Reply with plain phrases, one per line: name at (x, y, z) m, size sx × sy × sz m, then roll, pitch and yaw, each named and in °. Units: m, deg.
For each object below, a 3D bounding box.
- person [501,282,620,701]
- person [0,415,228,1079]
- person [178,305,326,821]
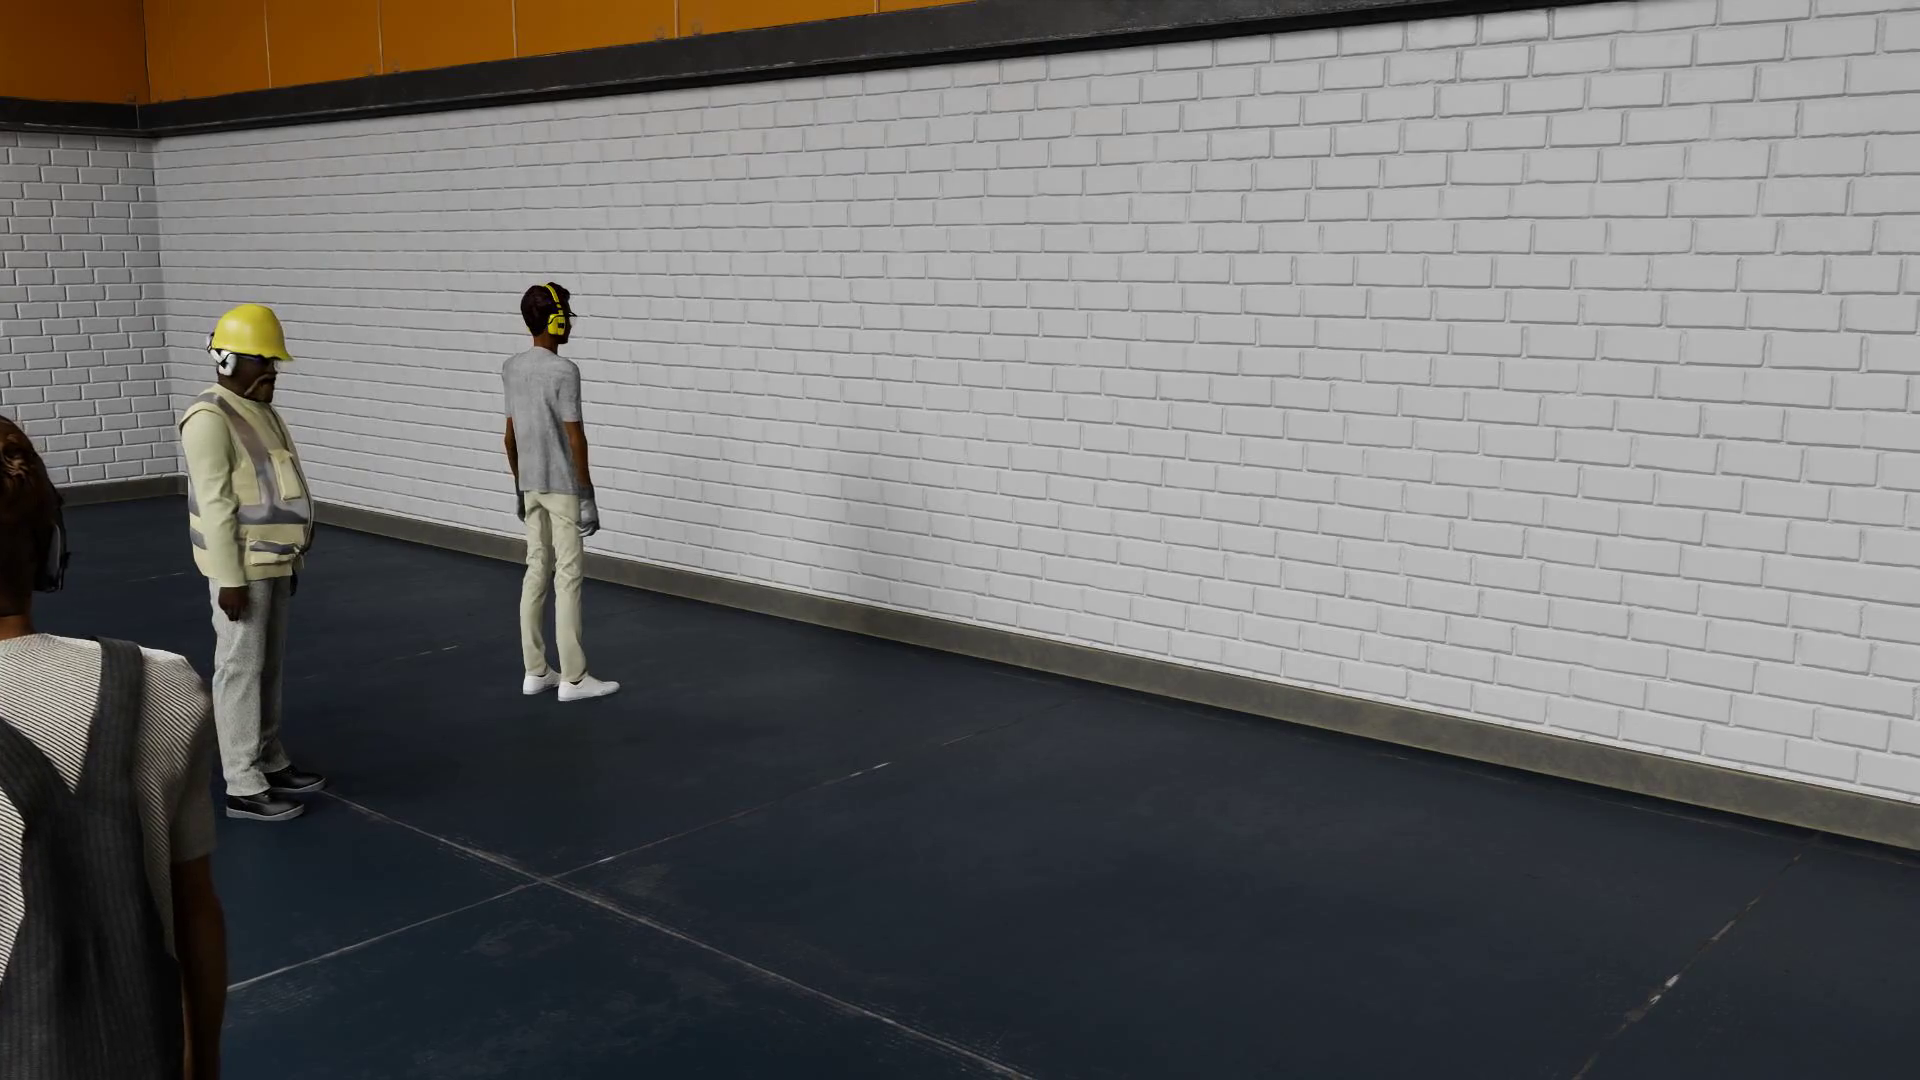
person at (-1.814, -0.211, 7.470) m, size 0.509 × 1.872 × 0.328 m, roll 7°, pitch 12°, yaw 34°
person at (-1.116, 0.757, 2.028) m, size 0.326 × 1.843 × 0.515 m, roll 5°, pitch 11°, yaw 27°
person at (-2.520, 0.077, 5.963) m, size 0.403 × 1.823 × 0.586 m, roll -1°, pitch 10°, yaw -5°
